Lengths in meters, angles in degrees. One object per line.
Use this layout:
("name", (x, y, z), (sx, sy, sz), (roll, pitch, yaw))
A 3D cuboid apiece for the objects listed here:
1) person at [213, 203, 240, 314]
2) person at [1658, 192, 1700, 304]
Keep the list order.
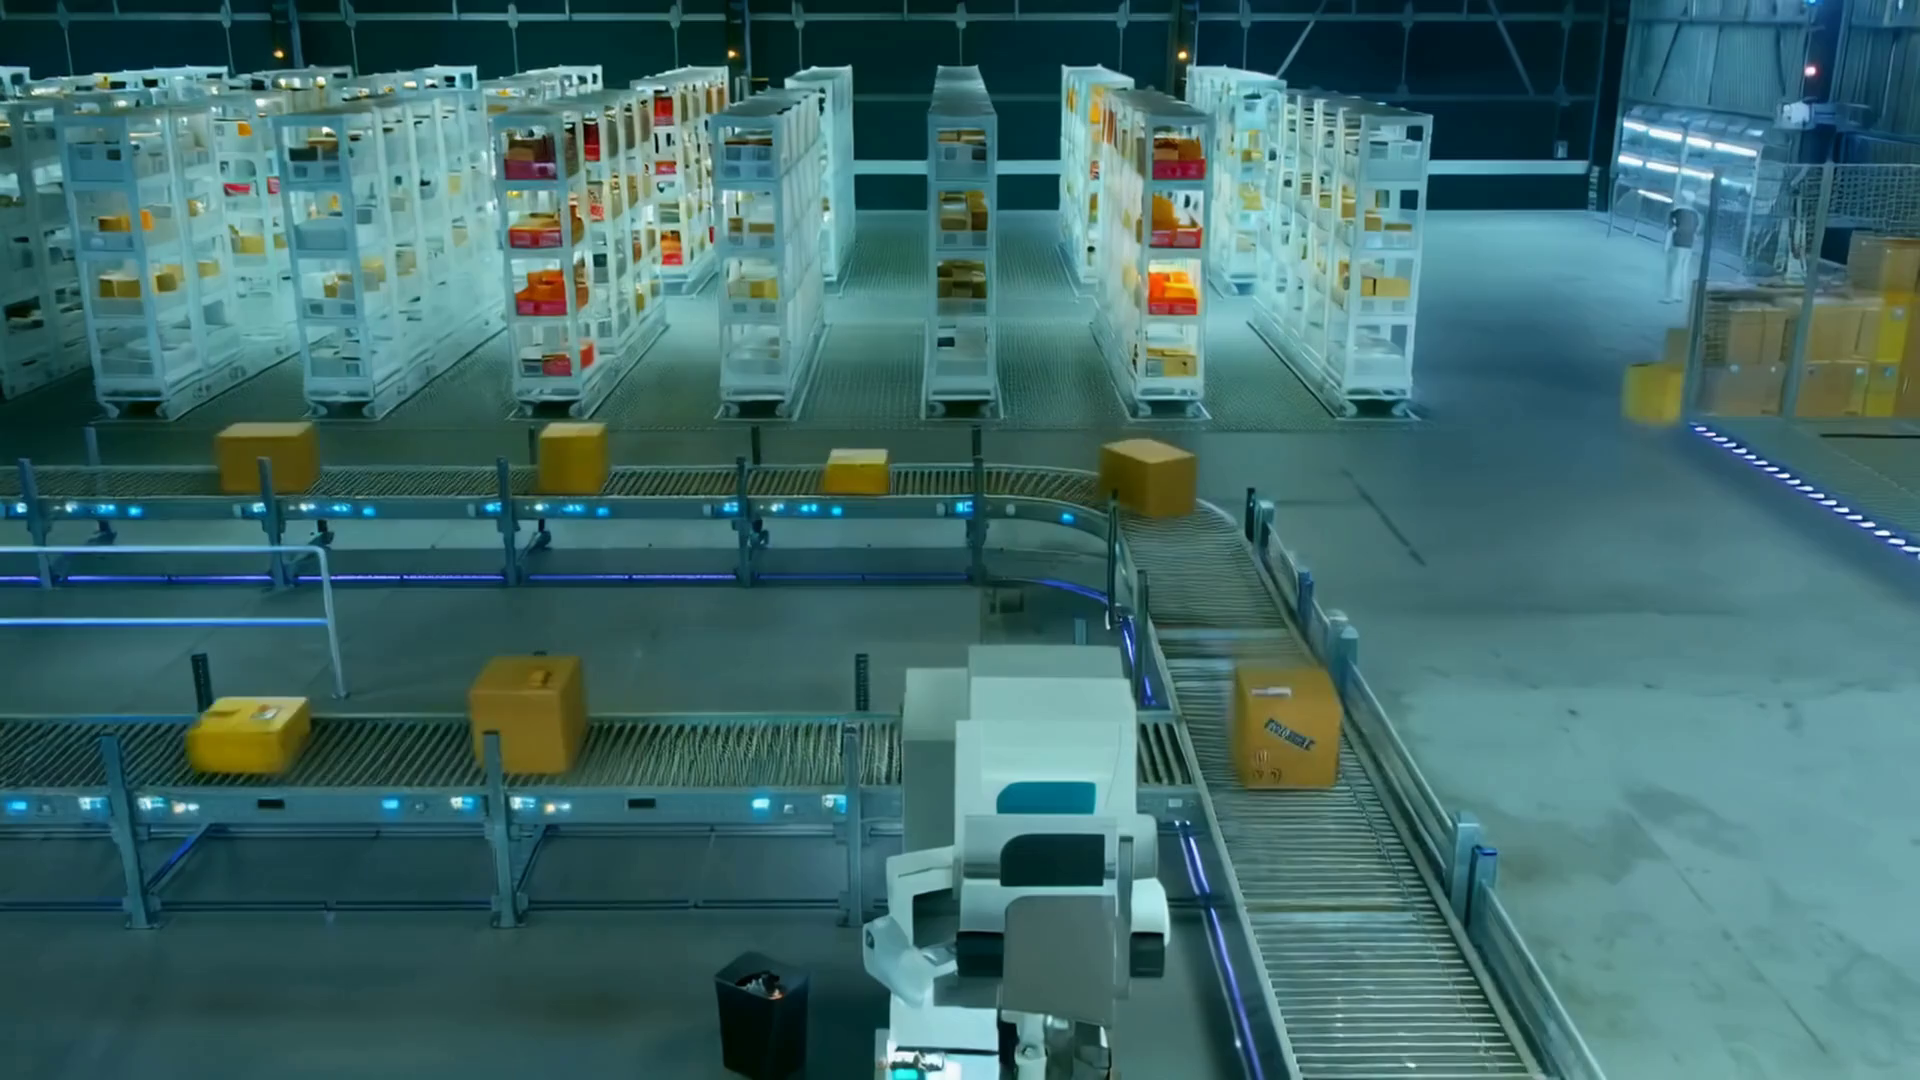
("person", (-11.732, -4.559, 26.716), (0.404, 1.830, 0.599), (-13, 22, -35))
("person", (11.910, -4.813, 27.500), (0.560, 1.837, 0.388), (-5, 19, -14))
